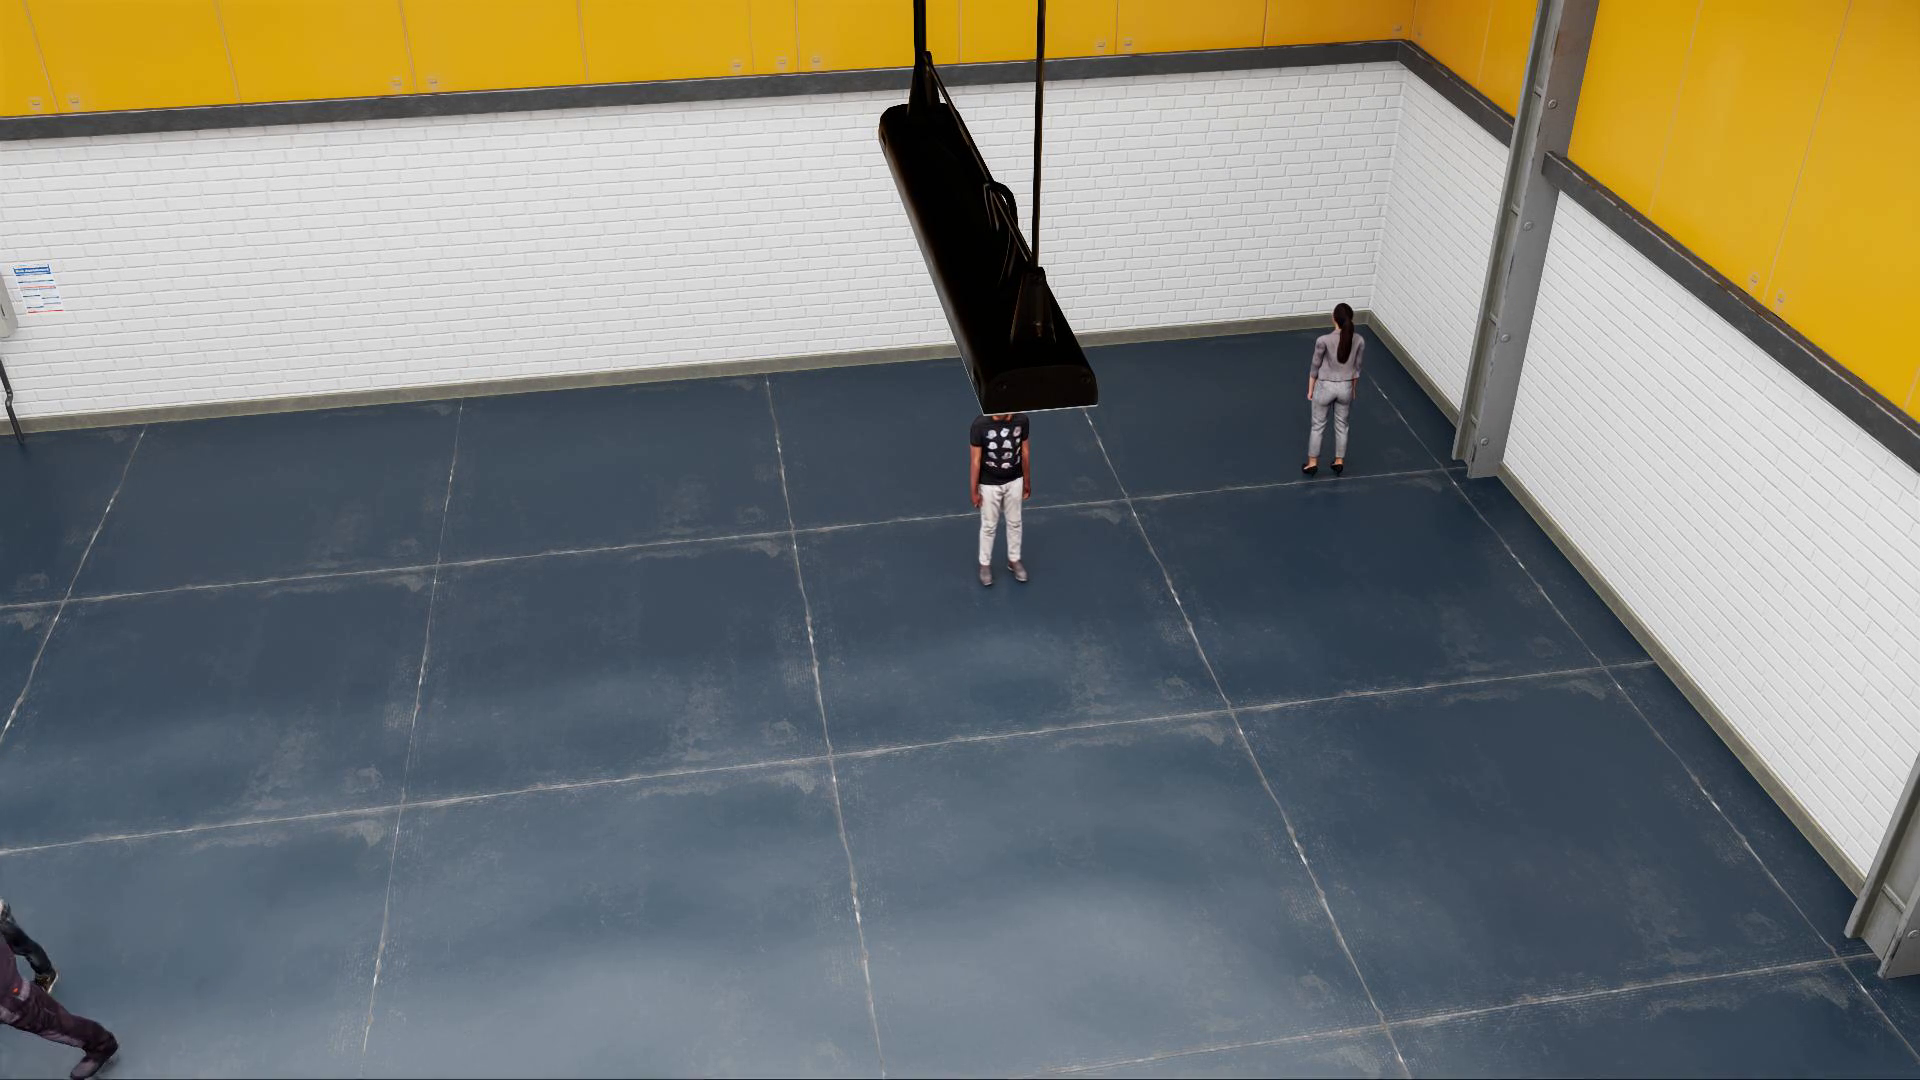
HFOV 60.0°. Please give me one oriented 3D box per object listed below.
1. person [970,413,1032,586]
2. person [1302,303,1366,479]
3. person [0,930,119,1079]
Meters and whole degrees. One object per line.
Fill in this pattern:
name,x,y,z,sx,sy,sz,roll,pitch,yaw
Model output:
person,0.325,-0.477,13.419,0.679,1.802,0.635,-9,35,-13
person,3.322,-1.317,14.800,0.618,1.674,0.575,-3,34,-5
person,-5.188,2.394,9.109,1.110,1.793,1.244,-23,40,-31
